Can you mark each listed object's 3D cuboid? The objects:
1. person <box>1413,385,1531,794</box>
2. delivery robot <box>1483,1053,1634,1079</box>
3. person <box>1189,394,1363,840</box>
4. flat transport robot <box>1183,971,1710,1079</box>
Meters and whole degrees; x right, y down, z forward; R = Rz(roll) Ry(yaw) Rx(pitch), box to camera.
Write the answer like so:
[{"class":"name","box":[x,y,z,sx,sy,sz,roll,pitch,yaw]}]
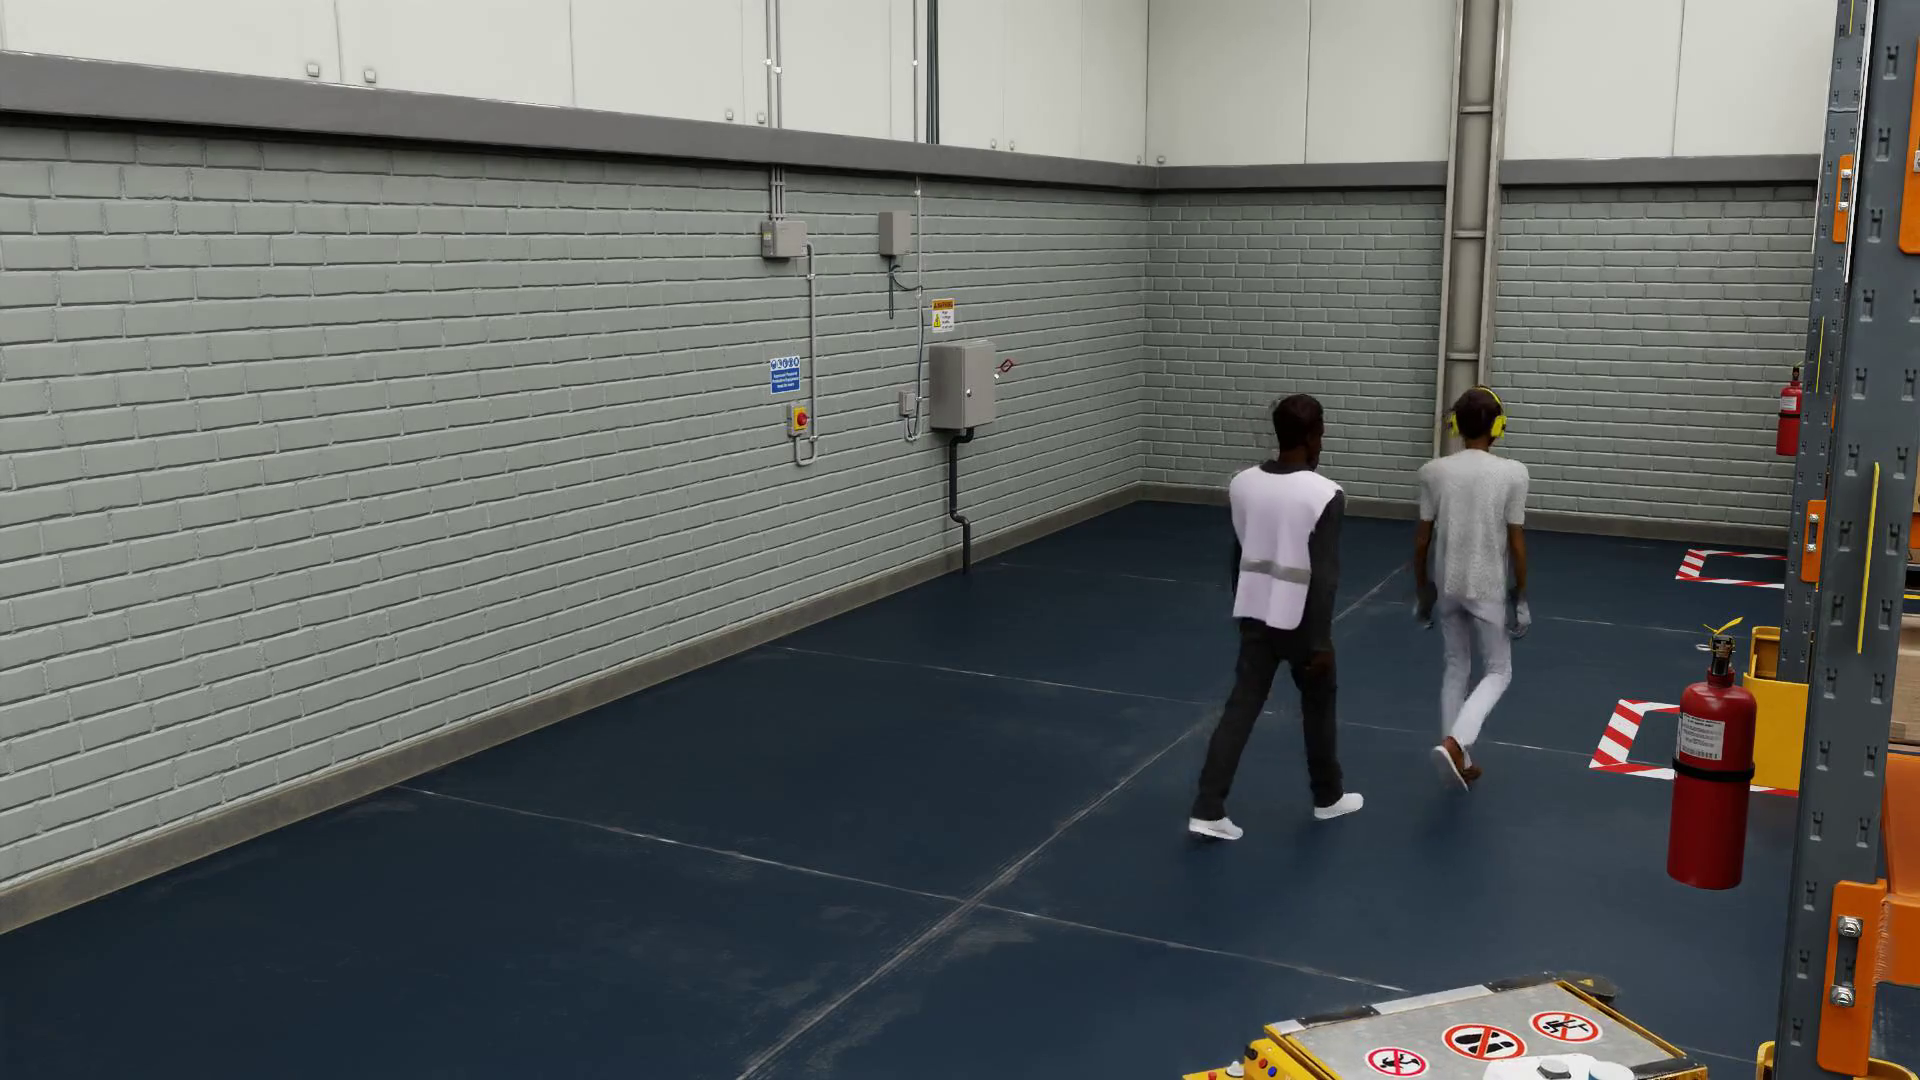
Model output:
[{"class":"person","box":[2.265,0.245,7.415,0.548,1.854,0.554,9,13,39]},{"class":"delivery robot","box":[1.530,1.485,3.947,0.477,0.478,0.707,-2,10,-8]},{"class":"person","box":[1.331,0.323,6.955,0.984,1.877,0.606,-9,13,-39]},{"class":"flat transport robot","box":[1.420,1.532,4.720,1.431,0.197,0.652,-4,11,-20]}]
